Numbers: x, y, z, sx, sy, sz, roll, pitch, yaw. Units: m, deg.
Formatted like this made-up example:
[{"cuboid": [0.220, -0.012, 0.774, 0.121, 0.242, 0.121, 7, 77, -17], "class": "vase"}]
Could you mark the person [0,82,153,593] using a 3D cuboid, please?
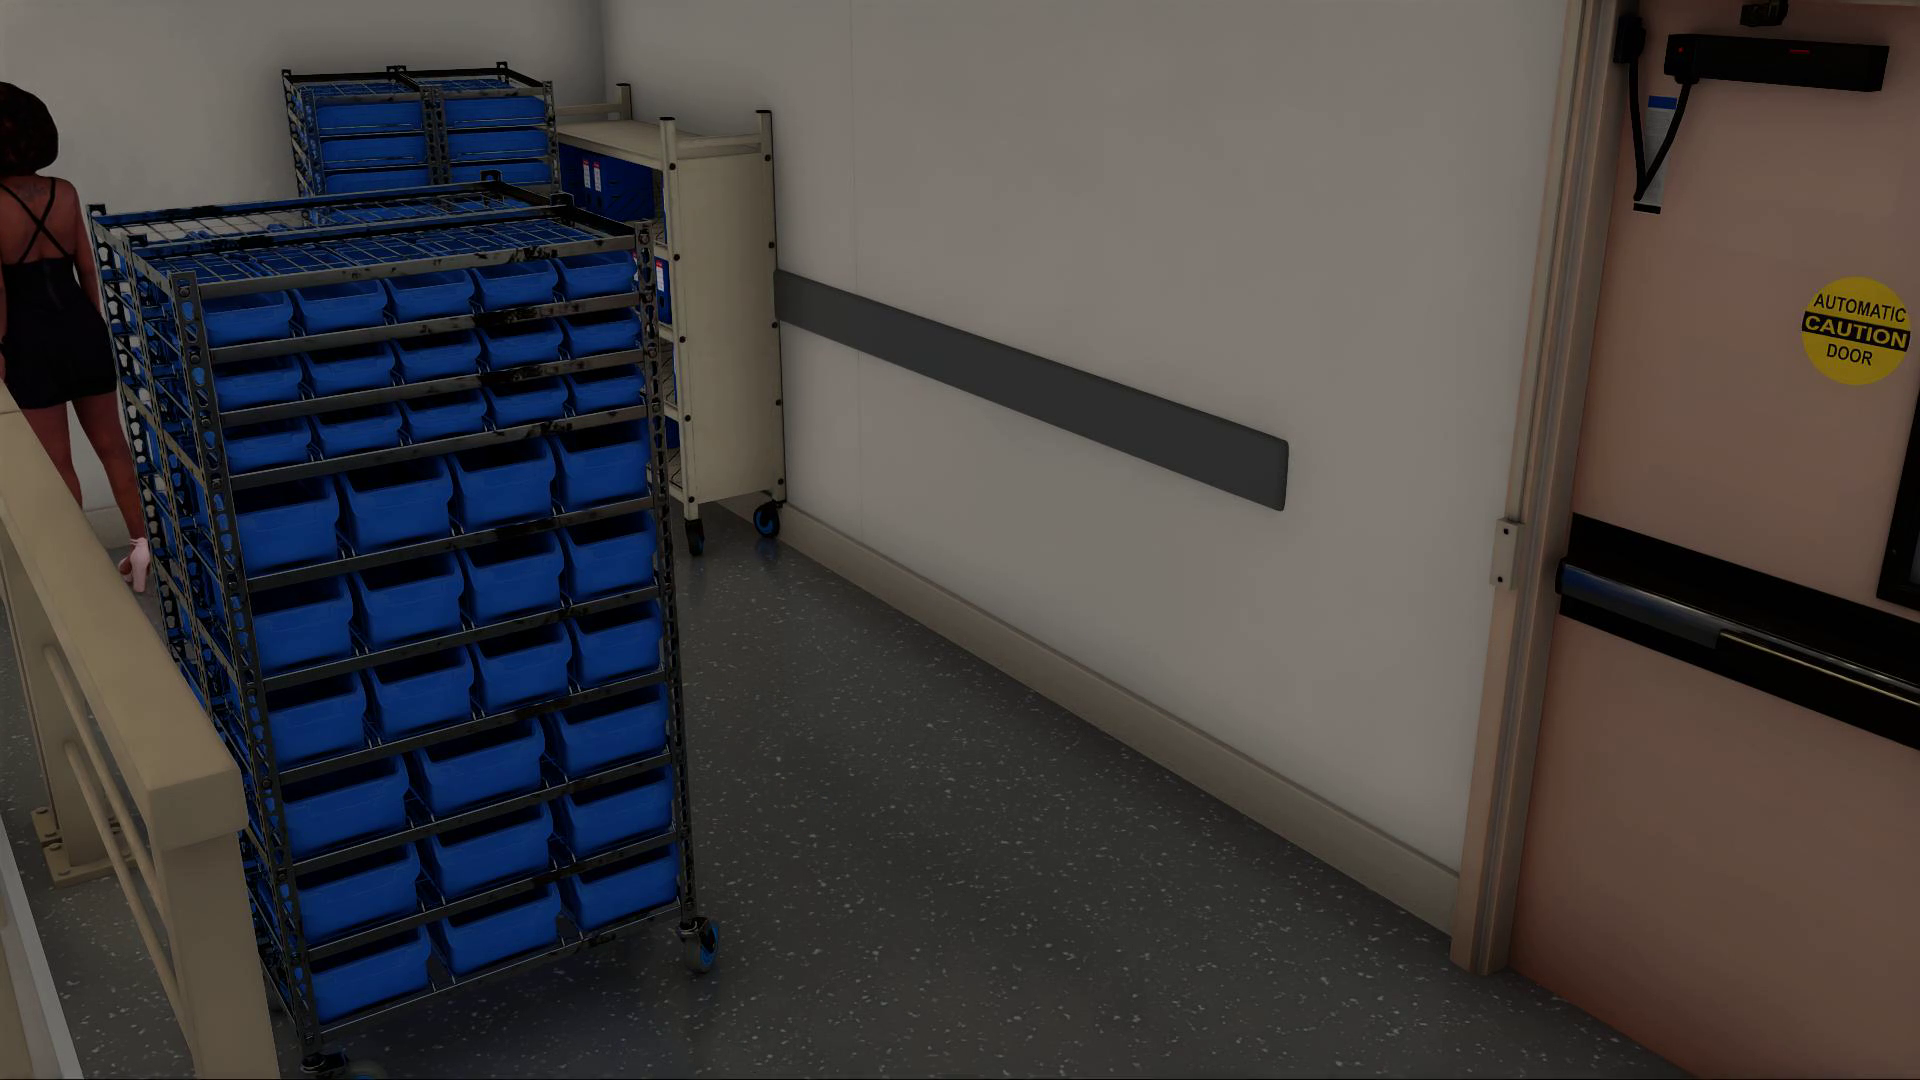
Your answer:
[{"cuboid": [-3.069, -0.585, 5.659, 0.652, 1.685, 0.642, 12, 24, 29], "class": "person"}]
